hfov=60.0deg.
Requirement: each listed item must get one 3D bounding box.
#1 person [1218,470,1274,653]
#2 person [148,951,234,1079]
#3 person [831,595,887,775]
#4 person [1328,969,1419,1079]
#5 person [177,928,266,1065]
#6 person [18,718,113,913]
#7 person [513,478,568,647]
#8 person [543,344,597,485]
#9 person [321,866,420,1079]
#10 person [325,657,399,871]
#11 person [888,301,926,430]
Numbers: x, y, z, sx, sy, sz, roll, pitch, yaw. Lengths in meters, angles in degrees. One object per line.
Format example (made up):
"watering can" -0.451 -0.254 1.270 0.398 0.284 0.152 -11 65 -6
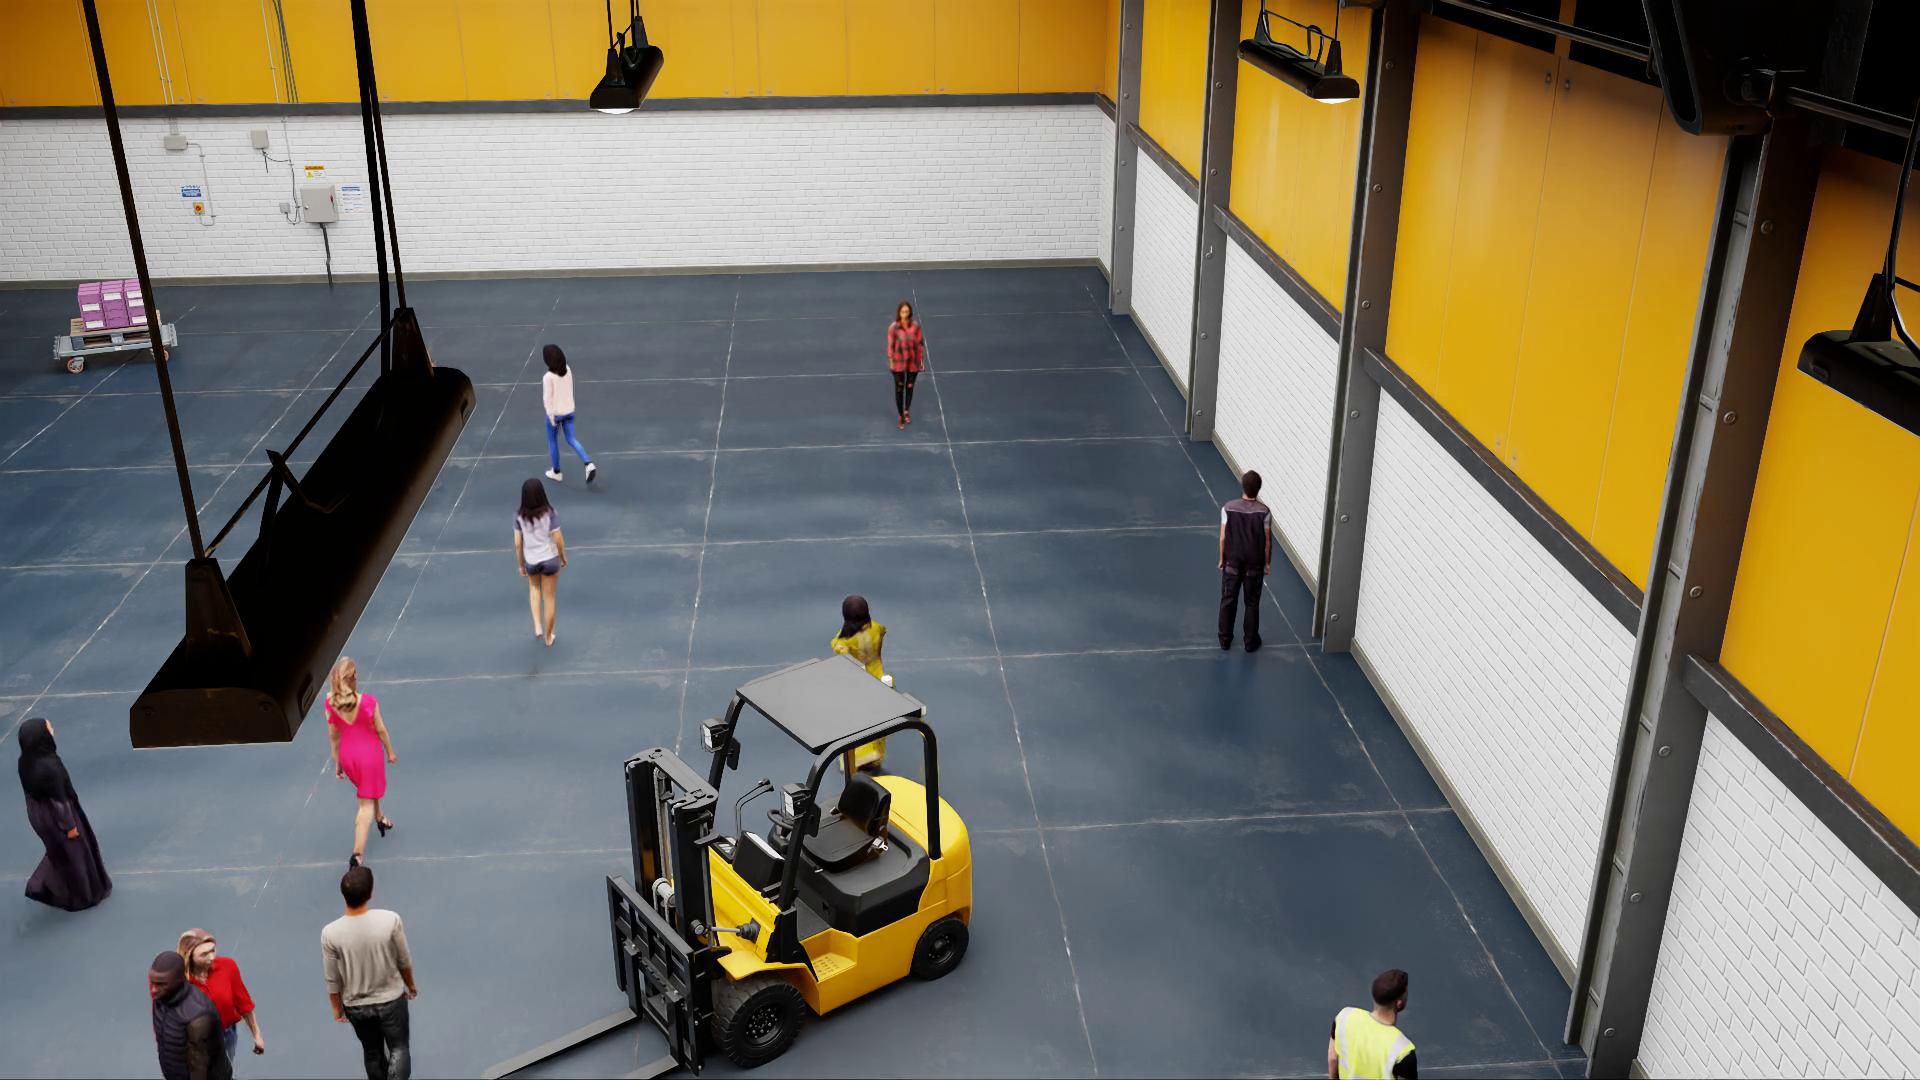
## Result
"person" 2.732 0.199 15.985 0.733 1.848 0.698 7 24 15
"person" -4.259 3.062 9.475 0.885 1.817 0.942 17 29 34
"person" -0.785 1.245 13.842 1.055 1.649 1.149 -17 29 -34
"person" 2.295 3.160 9.215 0.850 1.845 0.916 22 32 40
"person" -4.476 2.980 9.849 1.086 1.668 1.086 15 28 30
"person" -6.650 2.025 12.105 0.856 1.611 0.918 18 29 35
"person" -4.048 0.243 16.042 0.597 1.721 0.587 -1 24 -2
"person" -4.723 -1.480 19.953 1.124 1.747 1.064 18 29 35
"person" -3.527 2.828 10.042 0.776 1.790 0.985 -8 25 -17
"person" -4.584 1.739 12.669 0.750 1.682 1.108 4 24 8
"person" -0.729 -2.355 22.033 0.681 1.683 0.820 -6 24 -13
